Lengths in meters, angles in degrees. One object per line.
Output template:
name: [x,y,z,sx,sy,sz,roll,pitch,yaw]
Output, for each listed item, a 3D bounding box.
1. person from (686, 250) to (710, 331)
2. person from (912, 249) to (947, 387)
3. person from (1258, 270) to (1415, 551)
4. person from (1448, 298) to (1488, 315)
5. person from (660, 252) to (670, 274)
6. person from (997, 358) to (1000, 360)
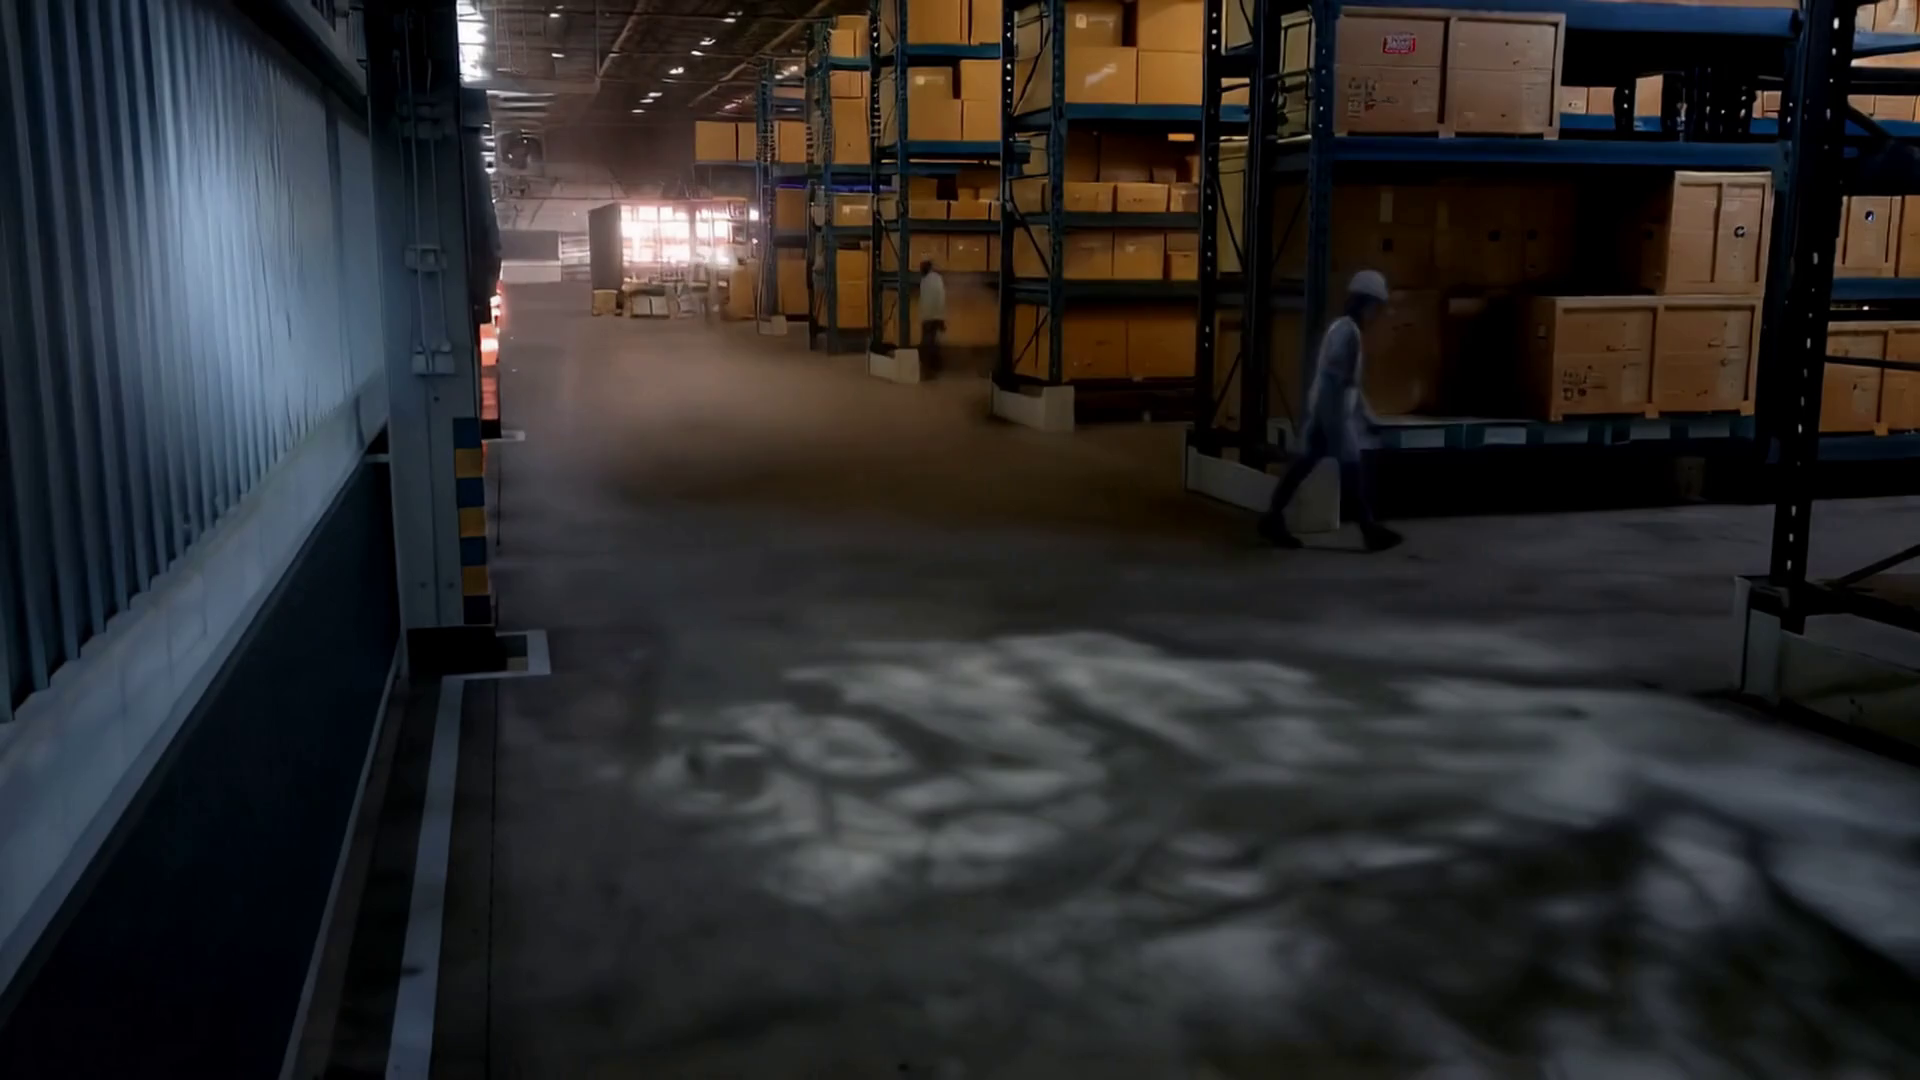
person: [-6.287,-5.987,39.941,0.612,1.943,0.410,-9,13,-40]
person: [-0.454,-3.168,23.851,0.438,1.976,0.632,-4,11,-19]
person: [2.526,-0.856,11.106,1.090,1.850,0.541,2,10,9]
person: [5.255,-1.854,16.642,0.953,1.895,0.634,-4,11,-20]
person: [-11.077,-9.932,62.590,0.594,1.828,0.577,-4,11,-20]
person: [0.481,-3.961,28.832,0.808,1.818,0.633,-5,11,-28]
